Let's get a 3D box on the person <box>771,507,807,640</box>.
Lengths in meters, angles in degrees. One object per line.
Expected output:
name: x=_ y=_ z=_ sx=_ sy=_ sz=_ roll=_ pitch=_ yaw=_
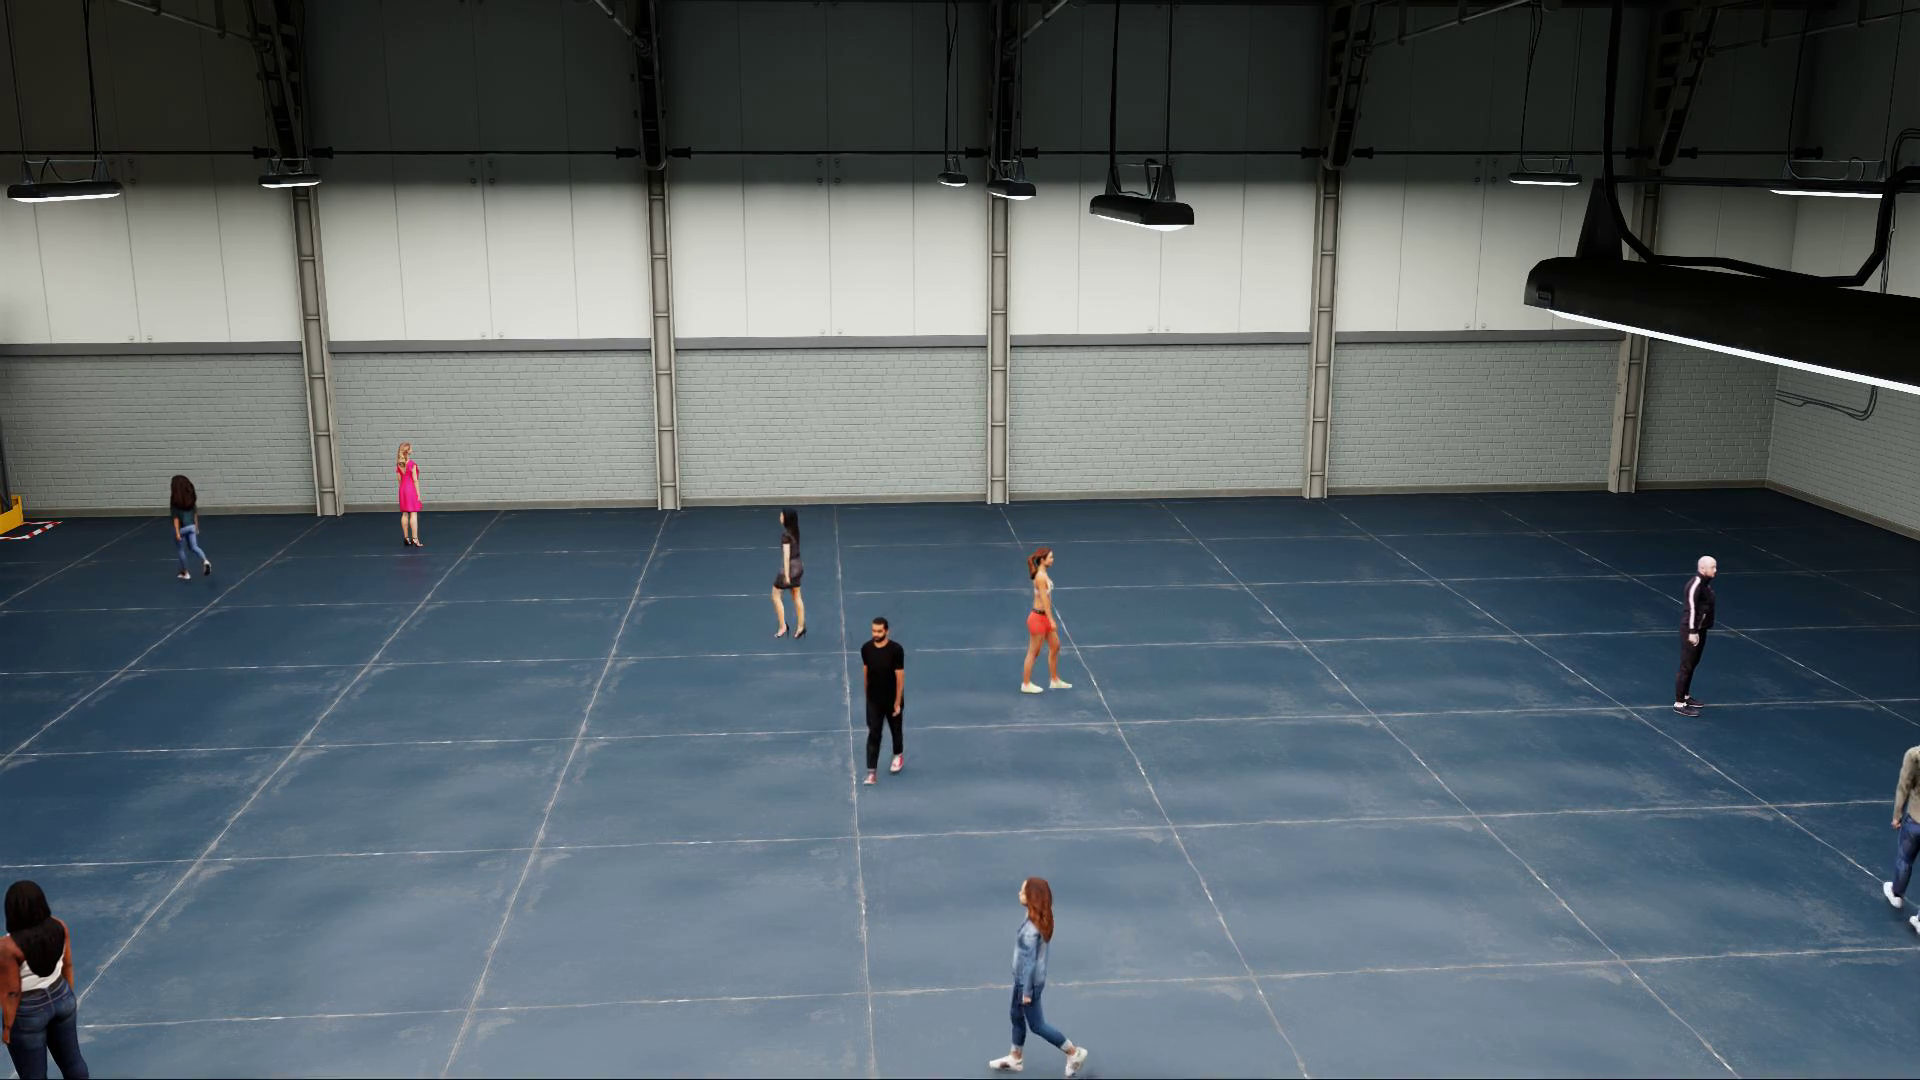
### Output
person: x=-2.141 y=0.454 z=21.859 sx=0.783 sy=1.775 sz=0.733 roll=5 pitch=14 yaw=22

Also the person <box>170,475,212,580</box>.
person: x=-11.562 y=-0.165 z=24.917 sx=1.025 sy=1.600 sz=0.891 roll=7 pitch=15 yaw=28

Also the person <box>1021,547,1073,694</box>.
person: x=0.861 y=0.967 z=19.654 sx=0.884 sy=1.771 sz=0.682 roll=2 pitch=13 yaw=8

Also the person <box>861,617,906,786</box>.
person: x=-0.734 y=1.610 z=17.007 sx=1.146 sy=1.711 sz=0.912 roll=3 pitch=13 yaw=12

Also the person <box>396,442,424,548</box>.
person: x=-9.011 y=-0.752 z=27.167 sx=0.635 sy=1.729 sz=0.721 roll=7 pitch=15 yaw=28

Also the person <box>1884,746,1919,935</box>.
person: x=7.937 y=2.339 z=13.582 sx=1.063 sy=1.836 sz=1.008 roll=4 pitch=14 yaw=15

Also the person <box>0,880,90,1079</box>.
person: x=-5.887 y=3.028 z=10.667 sx=0.779 sy=1.809 sz=0.747 roll=7 pitch=15 yaw=28

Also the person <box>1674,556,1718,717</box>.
person: x=8.417 y=1.065 z=19.089 sx=0.804 sy=1.833 sz=0.767 roll=9 pitch=16 yaw=33

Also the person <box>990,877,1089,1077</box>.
person: x=0.559 y=3.027 z=11.446 sx=0.974 sy=1.459 sz=0.715 roll=2 pitch=13 yaw=9
